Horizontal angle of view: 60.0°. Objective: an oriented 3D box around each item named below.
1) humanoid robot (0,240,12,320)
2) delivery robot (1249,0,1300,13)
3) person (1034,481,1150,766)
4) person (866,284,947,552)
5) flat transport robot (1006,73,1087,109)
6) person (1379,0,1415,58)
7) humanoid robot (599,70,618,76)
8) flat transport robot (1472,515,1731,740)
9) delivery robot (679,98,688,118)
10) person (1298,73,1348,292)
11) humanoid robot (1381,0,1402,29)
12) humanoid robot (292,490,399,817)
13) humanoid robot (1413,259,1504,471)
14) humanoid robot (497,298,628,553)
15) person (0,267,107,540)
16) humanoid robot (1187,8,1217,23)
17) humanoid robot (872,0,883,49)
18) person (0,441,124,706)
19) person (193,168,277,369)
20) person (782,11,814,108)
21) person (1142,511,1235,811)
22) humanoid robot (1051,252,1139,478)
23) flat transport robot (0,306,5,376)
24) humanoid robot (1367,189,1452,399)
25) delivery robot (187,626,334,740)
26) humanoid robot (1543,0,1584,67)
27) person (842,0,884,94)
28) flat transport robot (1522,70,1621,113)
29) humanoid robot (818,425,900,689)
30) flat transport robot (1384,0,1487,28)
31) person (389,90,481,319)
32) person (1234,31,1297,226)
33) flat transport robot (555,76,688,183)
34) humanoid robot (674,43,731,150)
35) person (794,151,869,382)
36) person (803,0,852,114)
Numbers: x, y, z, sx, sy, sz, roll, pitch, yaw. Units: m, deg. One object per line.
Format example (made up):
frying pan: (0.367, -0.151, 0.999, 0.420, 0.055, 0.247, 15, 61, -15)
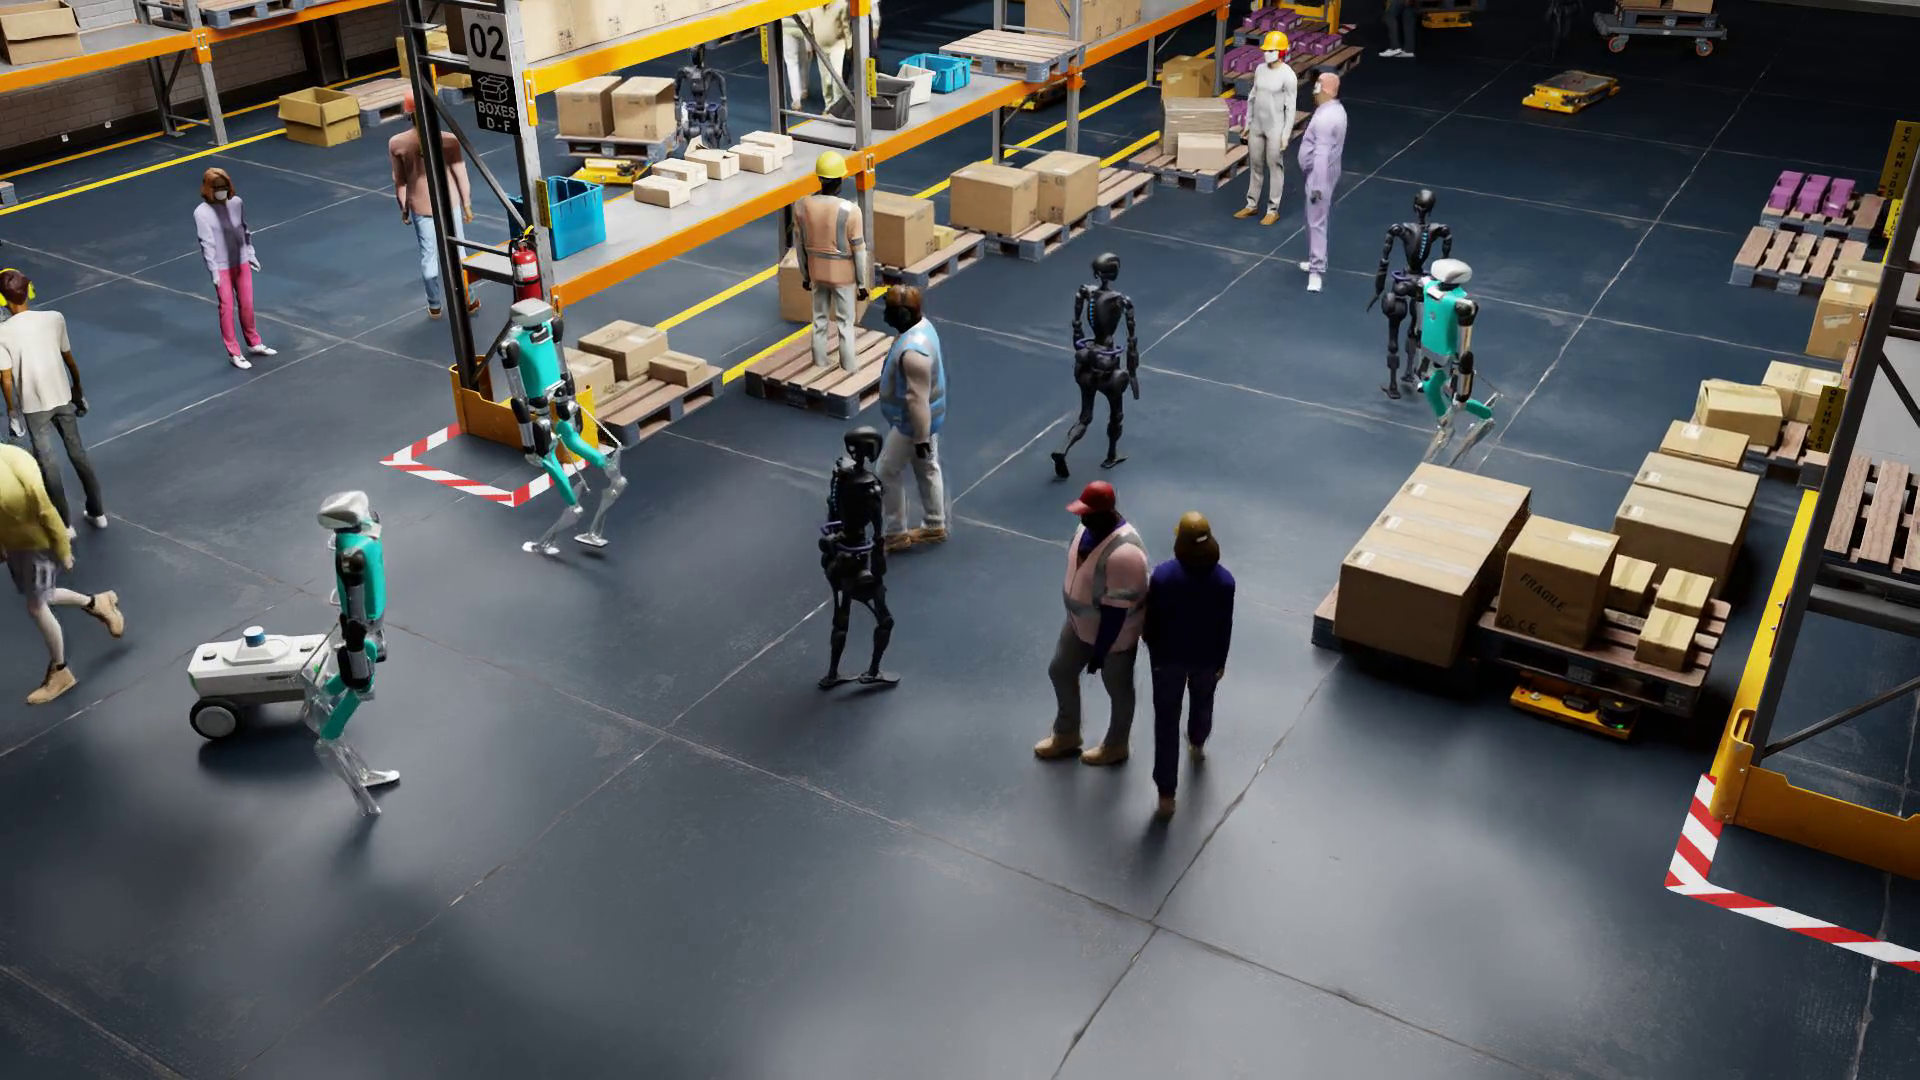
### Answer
humanoid robot: (-8.481, -2.591, 14.095, 0.318, 1.654, 0.598, 14, 32, 23)
delivery robot: (4.806, -8.266, 25.293, 0.815, 0.614, 0.499, 12, 32, 21)
person: (0.659, 0.465, 8.631, 0.628, 1.729, 0.586, -15, 33, -25)
person: (-0.390, -0.778, 10.738, 0.675, 1.820, 0.657, 1, 29, 2)
flat transport robot: (1.001, -5.747, 21.108, 0.659, 0.231, 1.431, 17, 33, 27)
person: (5.998, -7.453, 22.541, 0.605, 1.822, 0.509, 10, 31, 18)
humanoid robot: (-4.493, -6.222, 20.464, 0.670, 1.803, 0.550, -17, 34, -28)
flat transport robot: (3.757, 0.659, 9.775, 0.659, 0.231, 1.431, 17, 34, 27)
delivery robot: (-3.590, -5.191, 19.851, 0.499, 0.611, 0.815, 4, 30, 8)
person: (3.237, -3.239, 15.067, 0.400, 1.858, 0.858, 8, 30, 14)
humanoid robot: (6.317, -8.214, 24.076, 0.565, 1.877, 0.755, -14, 32, -23)
humanoid robot: (-3.165, 0.609, 8.408, 0.681, 1.829, 0.530, -4, 30, -7)
humanoid robot: (3.443, -1.099, 11.419, 0.799, 1.793, 0.556, -14, 32, -23)
humanoid robot: (-2.488, -0.651, 10.618, 0.853, 1.787, 0.543, 14, 32, 23)
person: (-5.994, -0.885, 10.900, 0.347, 1.857, 0.517, 20, 35, 31)
humanoid robot: (3.671, -8.495, 24.533, 1.042, 1.751, 0.550, -20, 35, -32)
humanoid robot: (-1.281, -7.572, 22.866, 0.740, 1.807, 0.530, -22, 36, -34)
person: (-5.219, -0.036, 9.403, 0.519, 1.856, 0.757, 10, 31, 17)
person: (-5.891, -2.213, 13.467, 0.280, 1.633, 0.498, 12, 32, 20)
person: (-2.022, -6.272, 20.482, 0.633, 1.803, 0.863, -6, 30, -11)
person: (1.164, 0.598, 8.551, 0.439, 1.579, 0.786, 0, 29, 1)
humanoid robot: (0.955, -1.219, 11.690, 0.597, 1.630, 0.673, 25, 38, 37)
flat transport robot: (-8.335, -1.390, 13.401, 1.431, 0.231, 0.659, -11, 31, -19)
humanoid robot: (3.479, -1.917, 12.905, 0.583, 1.649, 0.355, -2, 30, -4)
delivery robot: (-3.917, 0.770, 9.309, 0.811, 0.613, 0.499, -4, 30, -8)
humanoid robot: (8.050, -7.221, 22.293, 0.597, 1.627, 0.529, -11, 31, -19)
person: (-1.282, -6.530, 21.031, 0.801, 1.718, 0.844, 20, 35, 31)
flat transport robot: (7.709, -5.643, 20.924, 0.659, 0.231, 1.431, 24, 37, 36)
humanoid robot: (-0.610, 0.109, 9.330, 0.427, 1.640, 0.609, -17, 34, -27)
flat transport robot: (7.080, -7.924, 24.959, 0.659, 0.231, 1.431, -5, 30, -9)
person: (-4.502, -2.881, 14.288, 0.620, 1.992, 0.392, -5, 30, -9)
person: (3.063, -4.094, 16.534, 0.354, 1.896, 0.558, -25, 38, -36)
flat transport robot: (-3.722, -4.267, 18.490, 0.659, 0.231, 1.431, 5, 30, 8)
humanoid robot: (-2.650, -4.272, 17.061, 0.589, 1.651, 0.326, 1, 29, 1)
person: (-0.983, -2.059, 12.901, 0.586, 1.927, 0.367, 11, 31, 19)
person: (-1.595, -5.898, 19.913, 0.571, 1.709, 0.738, 4, 30, 6)
